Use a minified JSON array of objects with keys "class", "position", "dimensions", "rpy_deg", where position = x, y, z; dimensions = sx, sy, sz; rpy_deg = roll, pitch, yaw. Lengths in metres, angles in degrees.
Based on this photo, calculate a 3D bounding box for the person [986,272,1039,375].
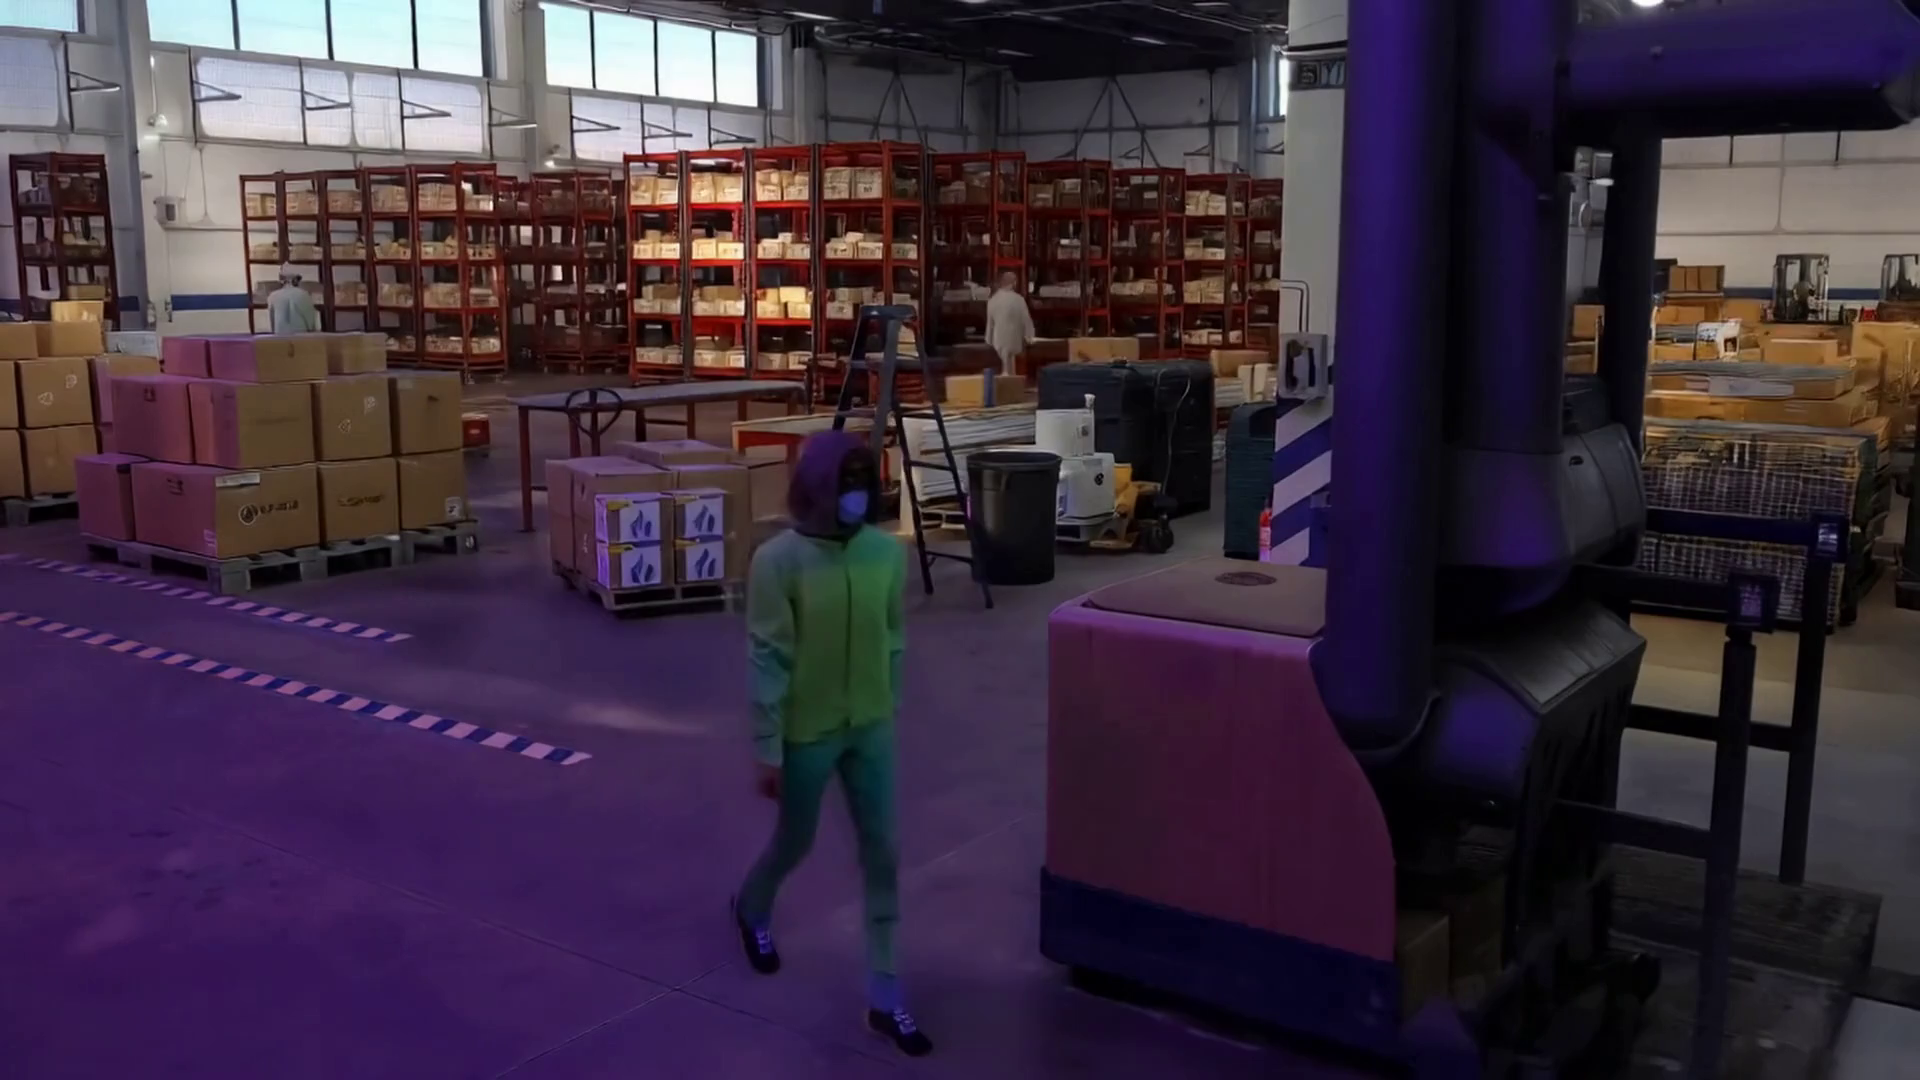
[{"class":"person","position":[0.746,-2.693,22.605],"dimensions":[0.959,1.867,0.661],"rpy_deg":[-9,13,-42]}]

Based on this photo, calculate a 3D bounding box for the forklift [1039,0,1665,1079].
[{"class":"forklift","position":[1.249,-0.137,4.360],"dimensions":[1.873,2.768,1.129],"rpy_deg":[7,12,35]}]

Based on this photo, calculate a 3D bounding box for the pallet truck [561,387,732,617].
[{"class":"pallet truck","position":[-1.981,-0.274,10.088],"dimensions":[0.680,1.201,1.601],"rpy_deg":[-5,11,-28]}]

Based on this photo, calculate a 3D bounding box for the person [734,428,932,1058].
[{"class":"person","position":[-0.369,0.489,4.437],"dimensions":[0.502,1.605,0.806],"rpy_deg":[-7,12,-34]}]

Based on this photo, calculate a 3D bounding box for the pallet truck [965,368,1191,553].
[{"class":"pallet truck","position":[0.845,-0.609,11.869],"dimensions":[1.630,1.274,0.653],"rpy_deg":[7,12,35]}]

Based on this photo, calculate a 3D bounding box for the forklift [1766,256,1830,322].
[{"class":"forklift","position":[20.253,-5.854,40.139],"dimensions":[1.157,1.987,2.680],"rpy_deg":[7,12,35]}]

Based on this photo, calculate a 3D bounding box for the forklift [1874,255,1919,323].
[{"class":"forklift","position":[22.089,-5.634,38.796],"dimensions":[1.157,1.987,2.680],"rpy_deg":[6,11,33]}]

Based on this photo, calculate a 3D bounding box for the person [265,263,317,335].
[{"class":"person","position":[-8.549,-2.541,21.315],"dimensions":[0.614,1.990,0.392],"rpy_deg":[-1,10,-6]}]
